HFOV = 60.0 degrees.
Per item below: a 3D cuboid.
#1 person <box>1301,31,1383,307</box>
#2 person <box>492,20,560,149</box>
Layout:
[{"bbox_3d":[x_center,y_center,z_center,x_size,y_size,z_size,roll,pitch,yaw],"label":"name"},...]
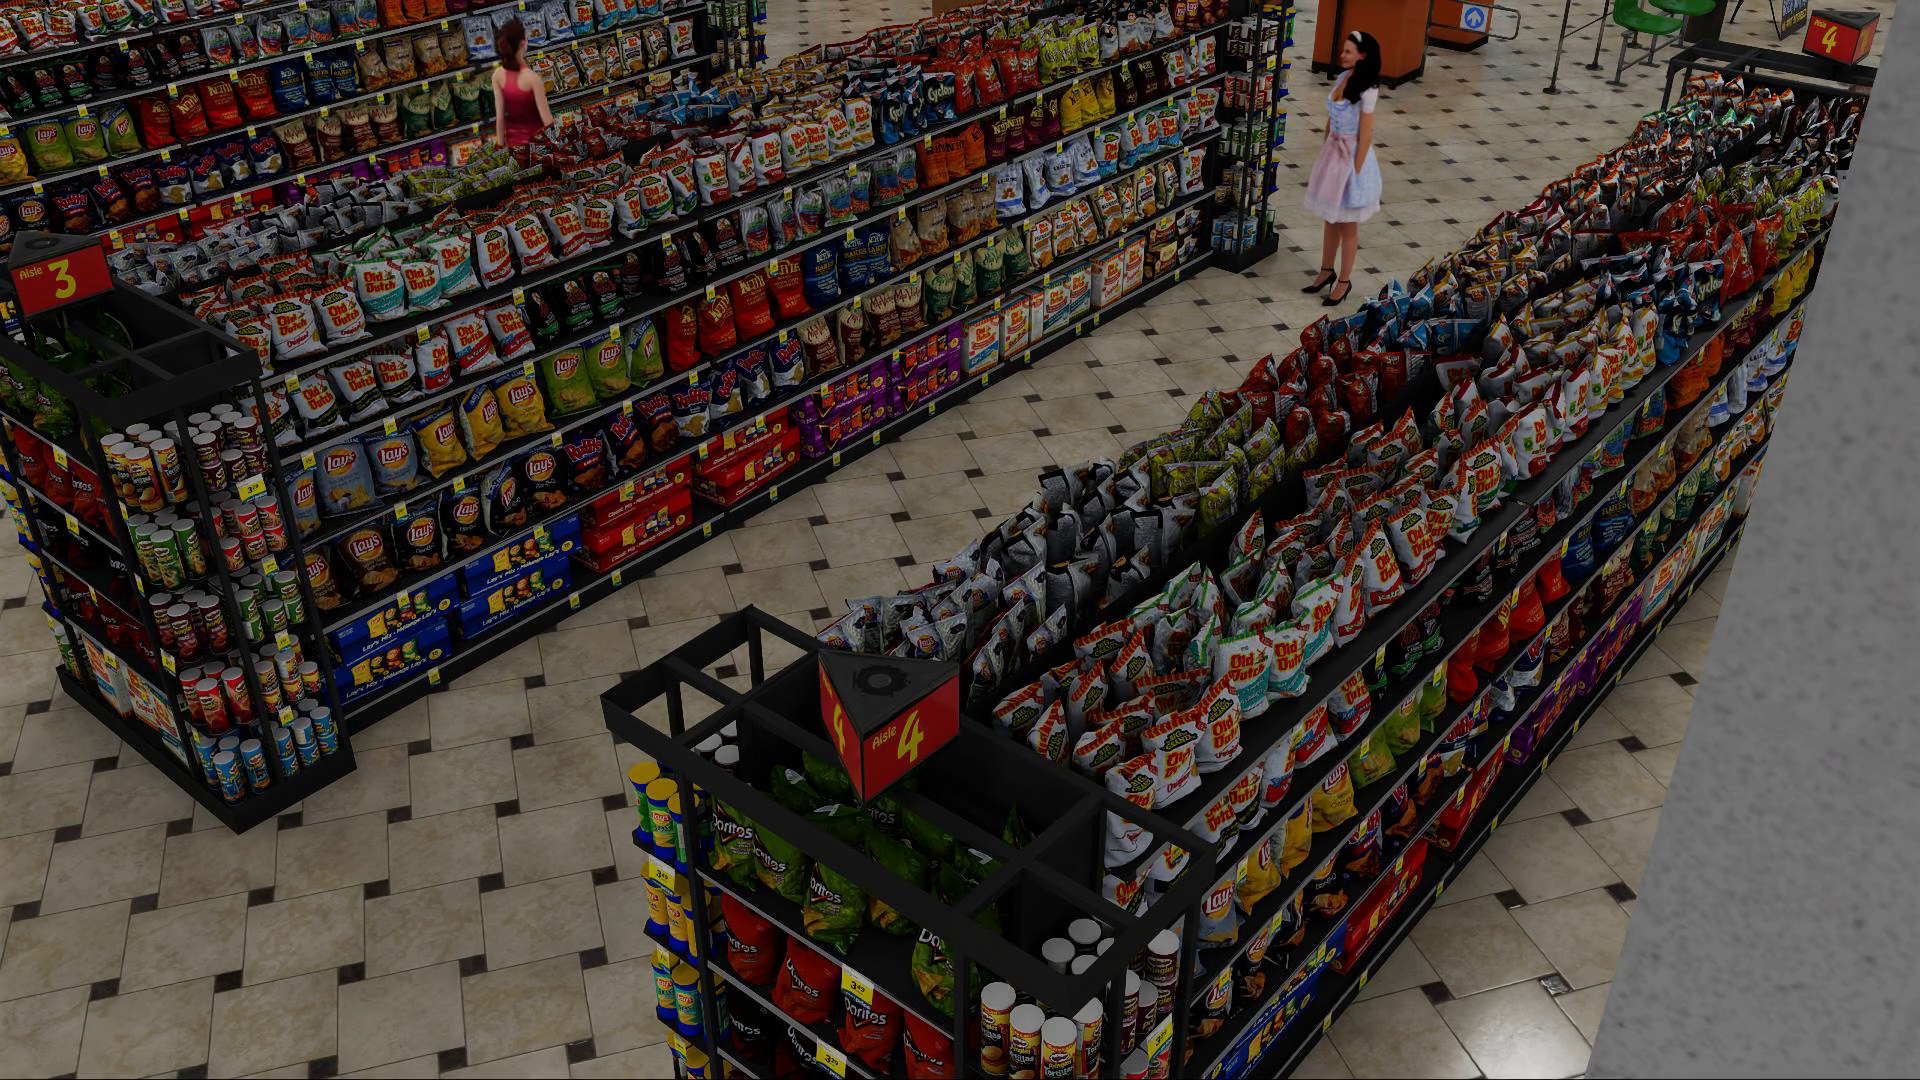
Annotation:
[{"bbox_3d":[2.532,-2.430,10.926,0.890,1.818,0.845,-10,33,-15],"label":"person"},{"bbox_3d":[-2.962,-2.588,11.288,0.814,1.705,1.208,12,34,18],"label":"person"}]
